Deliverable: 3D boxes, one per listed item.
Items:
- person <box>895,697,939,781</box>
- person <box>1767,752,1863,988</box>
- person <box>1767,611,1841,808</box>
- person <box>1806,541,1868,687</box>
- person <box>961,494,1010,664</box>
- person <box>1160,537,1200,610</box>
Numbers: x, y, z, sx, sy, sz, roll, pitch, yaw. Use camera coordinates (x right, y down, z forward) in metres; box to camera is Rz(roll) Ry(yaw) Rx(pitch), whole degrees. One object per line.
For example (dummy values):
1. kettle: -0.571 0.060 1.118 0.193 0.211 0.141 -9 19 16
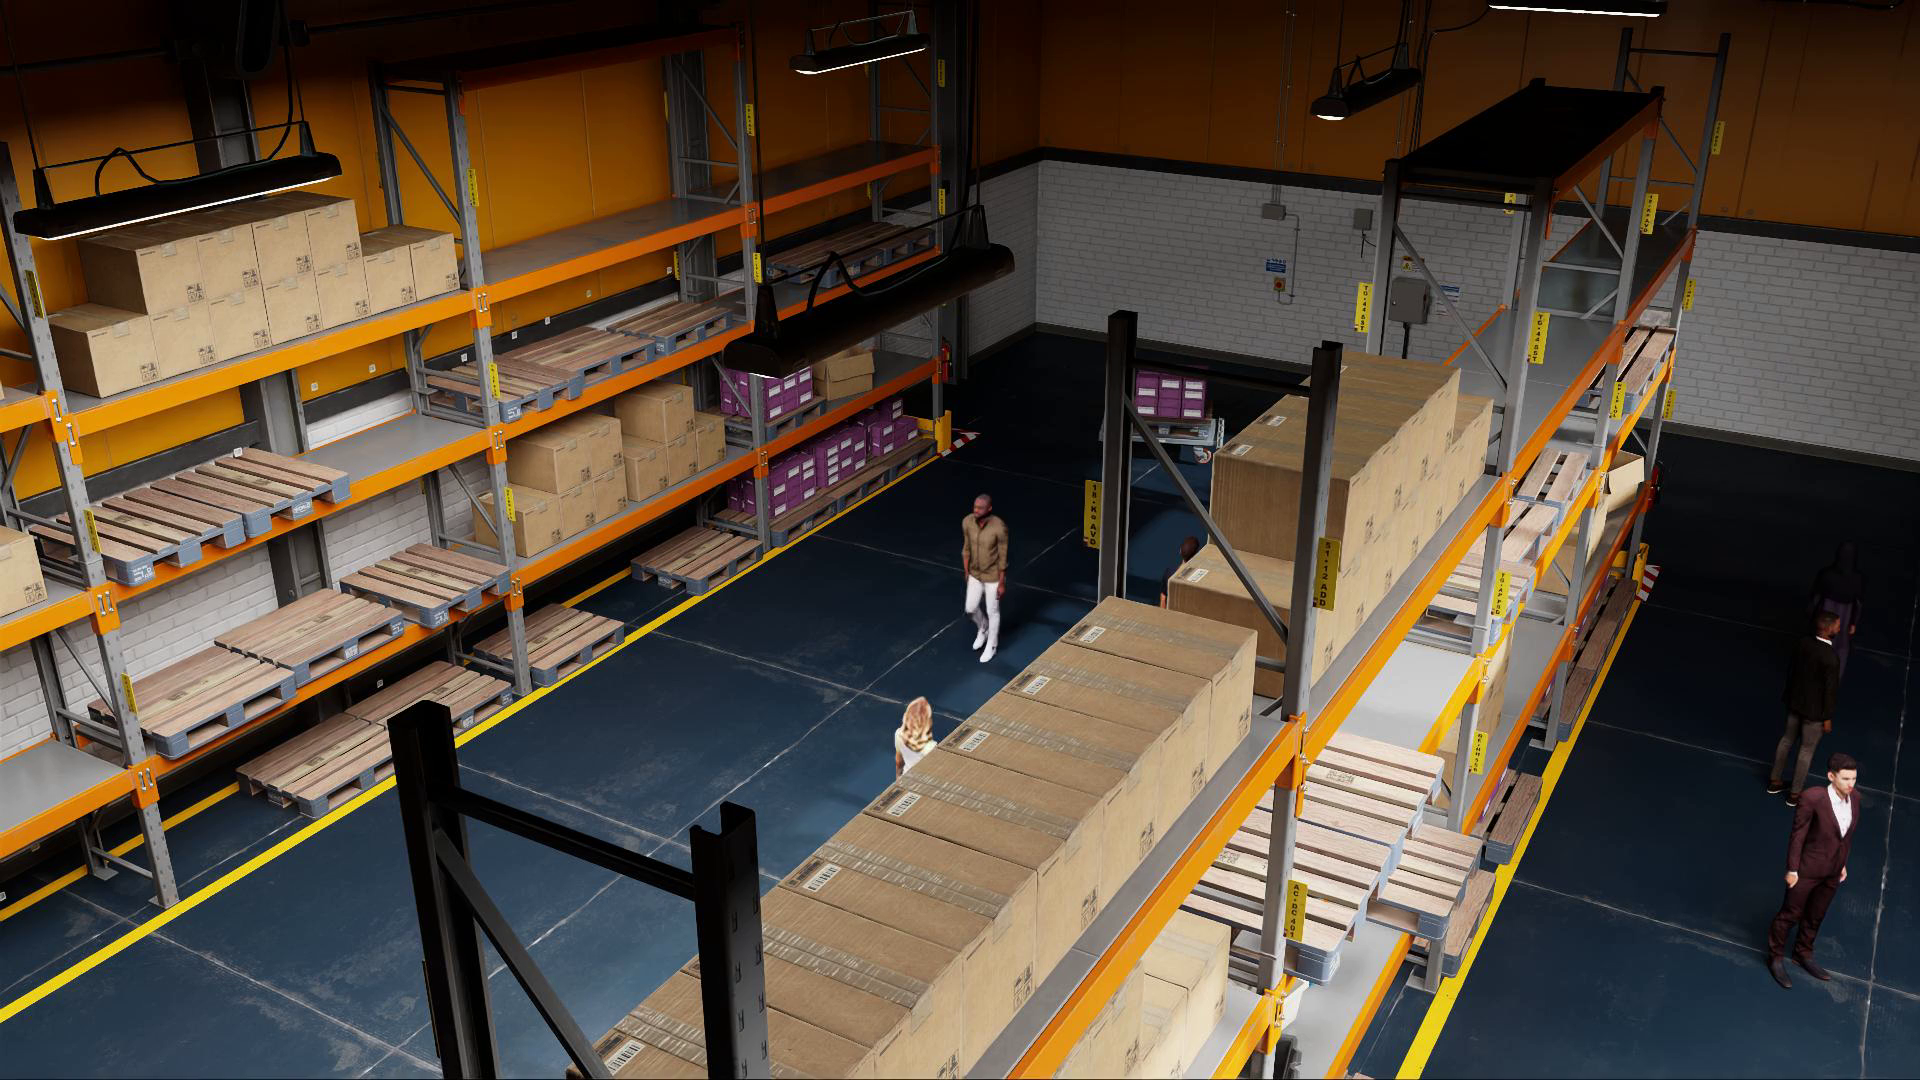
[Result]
1. person: -0.383 2.049 13.091 0.775 1.697 1.143 19 30 37
2. person: 6.258 2.368 12.153 0.778 1.865 0.829 -5 24 -12
3. person: 7.314 1.441 14.353 0.791 1.801 0.734 -6 24 -14
4. person: 8.449 0.772 16.123 0.623 1.608 0.774 12 26 25
5. person: 0.317 0.336 16.863 0.716 1.815 0.626 13 27 27
6. person: 2.046 0.903 15.588 0.787 1.797 1.237 8 25 19
